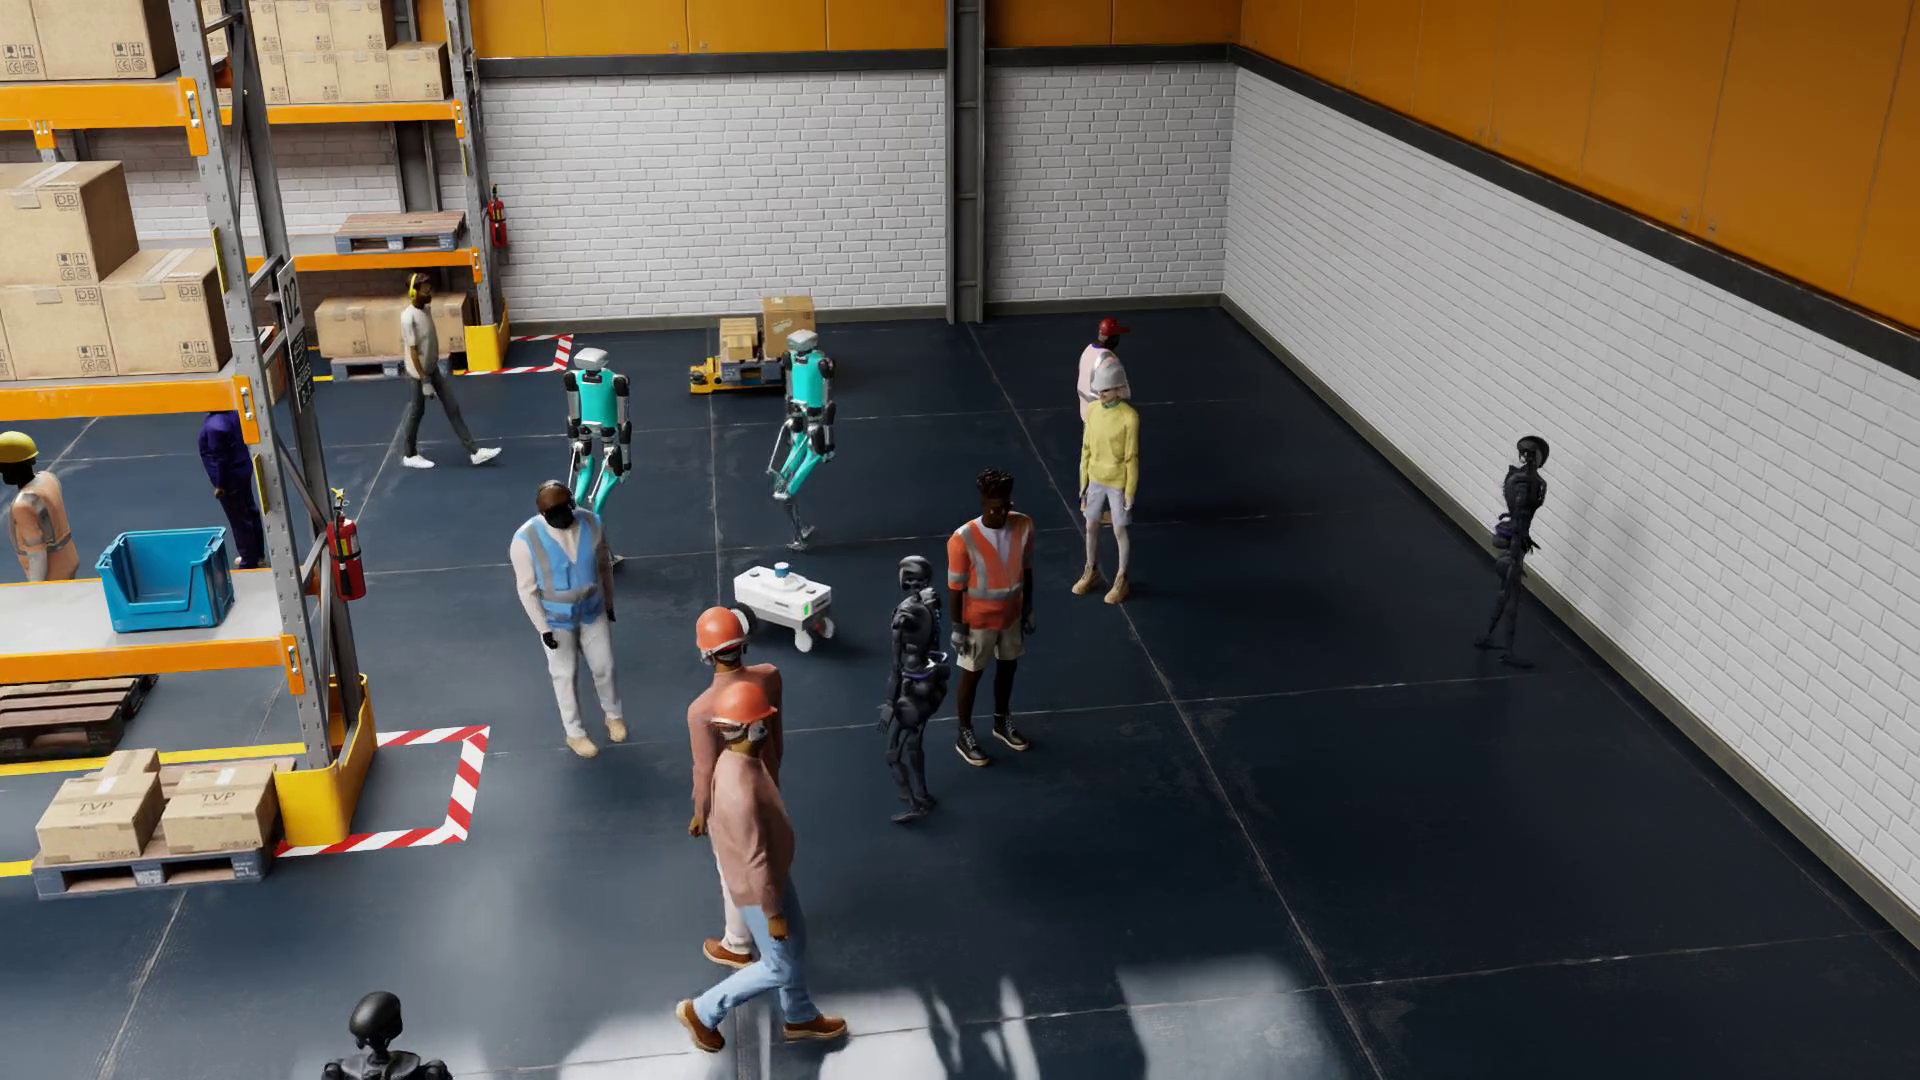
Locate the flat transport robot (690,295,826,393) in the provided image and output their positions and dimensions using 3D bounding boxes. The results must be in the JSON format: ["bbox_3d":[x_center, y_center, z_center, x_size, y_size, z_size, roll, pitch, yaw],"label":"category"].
[{"bbox_3d":[-2.094,-1.750,17.384,1.431,0.231,0.659,-3,24,-7],"label":"flat transport robot"}]

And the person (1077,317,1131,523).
[{"bbox_3d":[1.200,-1.001,13.842,0.420,1.748,0.604,-6,24,-14],"label":"person"}]

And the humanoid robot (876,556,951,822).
[{"bbox_3d":[-0.260,0.855,9.689,0.326,1.639,0.588,11,26,23],"label":"humanoid robot"}]

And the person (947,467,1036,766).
[{"bbox_3d":[0.198,0.460,10.261,0.601,1.956,0.381,-16,28,-32],"label":"person"}]

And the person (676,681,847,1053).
[{"bbox_3d":[-0.942,1.569,7.729,0.733,1.949,0.642,-1,24,-3],"label":"person"}]

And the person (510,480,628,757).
[{"bbox_3d":[-2.416,0.481,10.368,0.654,1.818,0.494,-16,28,-32],"label":"person"}]

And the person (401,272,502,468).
[{"bbox_3d":[-4.667,-1.484,14.838,0.954,1.819,0.559,4,24,9],"label":"person"}]

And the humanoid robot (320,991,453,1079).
[{"bbox_3d":[-2.056,2.401,6.163,0.584,1.647,0.403,2,24,3],"label":"humanoid robot"}]

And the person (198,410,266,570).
[{"bbox_3d":[-5.624,-0.473,12.785,0.339,1.623,0.456,-3,24,-6],"label":"person"}]

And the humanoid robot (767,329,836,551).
[{"bbox_3d":[-1.361,-0.744,13.278,0.551,1.795,0.751,20,30,38],"label":"humanoid robot"}]

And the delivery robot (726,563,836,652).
[{"bbox_3d":[-1.291,0.456,12.019,0.813,0.609,0.499,15,28,30],"label":"delivery robot"}]

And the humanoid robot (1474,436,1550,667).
[{"bbox_3d":[3.884,0.051,11.541,0.440,1.655,0.608,10,26,22],"label":"humanoid robot"}]

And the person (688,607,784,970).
[{"bbox_3d":[-1.132,1.253,8.408,0.388,1.987,0.608,18,29,34],"label":"person"}]

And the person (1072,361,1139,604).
[{"bbox_3d":[1.109,-0.442,12.404,0.492,1.883,0.409,16,29,33],"label":"person"}]

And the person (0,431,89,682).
[{"bbox_3d":[-5.971,0.201,10.876,0.369,1.928,0.584,-4,24,-10],"label":"person"}]

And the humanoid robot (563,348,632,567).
[{"bbox_3d":[-2.844,-0.573,12.776,0.532,1.722,0.696,6,24,14],"label":"humanoid robot"}]
